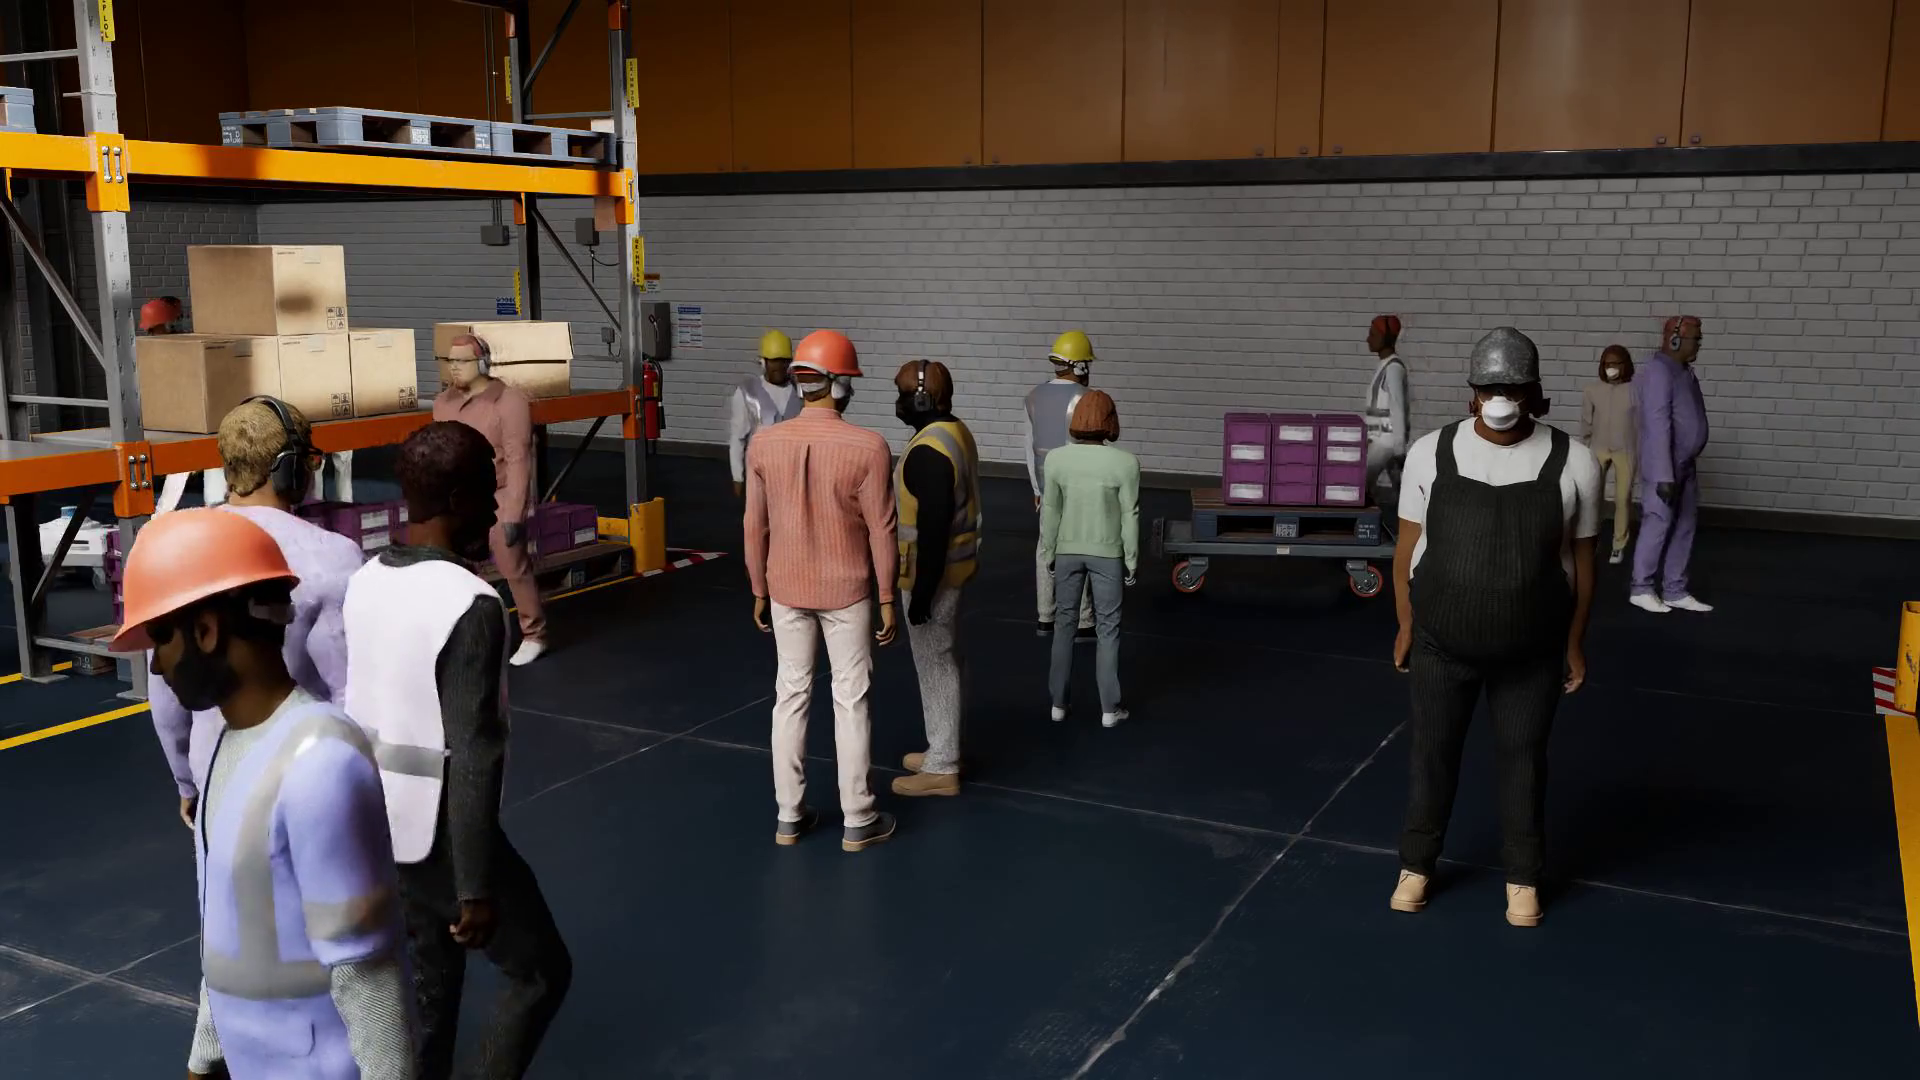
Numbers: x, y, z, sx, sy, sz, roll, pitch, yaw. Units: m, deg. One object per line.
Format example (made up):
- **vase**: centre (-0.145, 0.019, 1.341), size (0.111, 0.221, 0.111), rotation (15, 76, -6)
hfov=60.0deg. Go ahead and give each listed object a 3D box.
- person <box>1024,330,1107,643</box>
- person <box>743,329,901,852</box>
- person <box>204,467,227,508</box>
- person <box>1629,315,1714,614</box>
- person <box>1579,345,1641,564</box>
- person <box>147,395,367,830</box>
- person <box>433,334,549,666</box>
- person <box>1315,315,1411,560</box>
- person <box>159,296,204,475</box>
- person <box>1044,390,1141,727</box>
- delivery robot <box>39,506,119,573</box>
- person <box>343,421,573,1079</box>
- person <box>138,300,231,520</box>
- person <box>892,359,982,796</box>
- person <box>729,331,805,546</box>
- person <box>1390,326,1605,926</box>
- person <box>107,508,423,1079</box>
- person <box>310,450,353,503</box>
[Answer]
- **person**: centre (0.651, -0.314, 9.797), size (0.404, 1.832, 0.594), rotation (-9, 14, -43)
- **person**: centre (-0.515, 0.195, 6.387), size (0.622, 1.989, 0.399), rotation (3, 10, 19)
- **person**: centre (-5.181, -0.700, 11.806), size (0.607, 1.900, 0.695), rotation (-1, 10, -4)
- **person**: centre (4.546, -0.474, 10.562), size (0.463, 1.903, 0.706), rotation (8, 12, 38)
- **person**: centre (4.746, -0.607, 12.111), size (0.511, 1.609, 0.592), rotation (6, 12, 32)
- **person**: centre (-1.693, 0.611, 4.132), size (0.633, 1.938, 0.356), rotation (3, 10, 16)
- **person**: centre (-2.572, -0.176, 8.930), size (0.666, 1.853, 0.991), rotation (4, 11, 22)
- **person**: centre (3.160, -0.740, 12.296), size (1.001, 1.836, 0.580), rotation (2, 10, 14)
- **person**: centre (-8.056, -1.578, 17.075), size (0.508, 1.846, 0.345), rotation (9, 13, 42)
- **person**: centre (0.635, 0.089, 8.071), size (0.497, 1.626, 0.288), rotation (4, 11, 24)
- **delivery robot**: centre (-6.043, 0.014, 11.321), size (0.707, 0.478, 0.477), rotation (0, 10, 2)
- **person**: centre (-1.163, 0.676, 3.845), size (0.516, 1.899, 0.616), rotation (-10, 14, -44)
- **person**: centre (-6.181, -0.943, 13.220), size (1.057, 1.901, 0.681), rotation (-8, 13, -40)
- **person**: centre (-0.128, 0.158, 7.044), size (0.429, 1.839, 0.634), rotation (1, 10, 8)
- **person**: centre (-1.215, -0.484, 10.932), size (0.610, 1.786, 0.940), rotation (-3, 10, -16)
- **person**: centre (1.799, 0.299, 5.643), size (0.674, 2.000, 0.536), rotation (4, 10, 20)
- **person**: centre (-1.081, 0.882, 2.774), size (0.828, 1.876, 0.611), rotation (-7, 12, -35)
- **person**: centre (-5.159, -1.026, 13.644), size (0.596, 1.925, 0.372), rotation (3, 10, 15)
